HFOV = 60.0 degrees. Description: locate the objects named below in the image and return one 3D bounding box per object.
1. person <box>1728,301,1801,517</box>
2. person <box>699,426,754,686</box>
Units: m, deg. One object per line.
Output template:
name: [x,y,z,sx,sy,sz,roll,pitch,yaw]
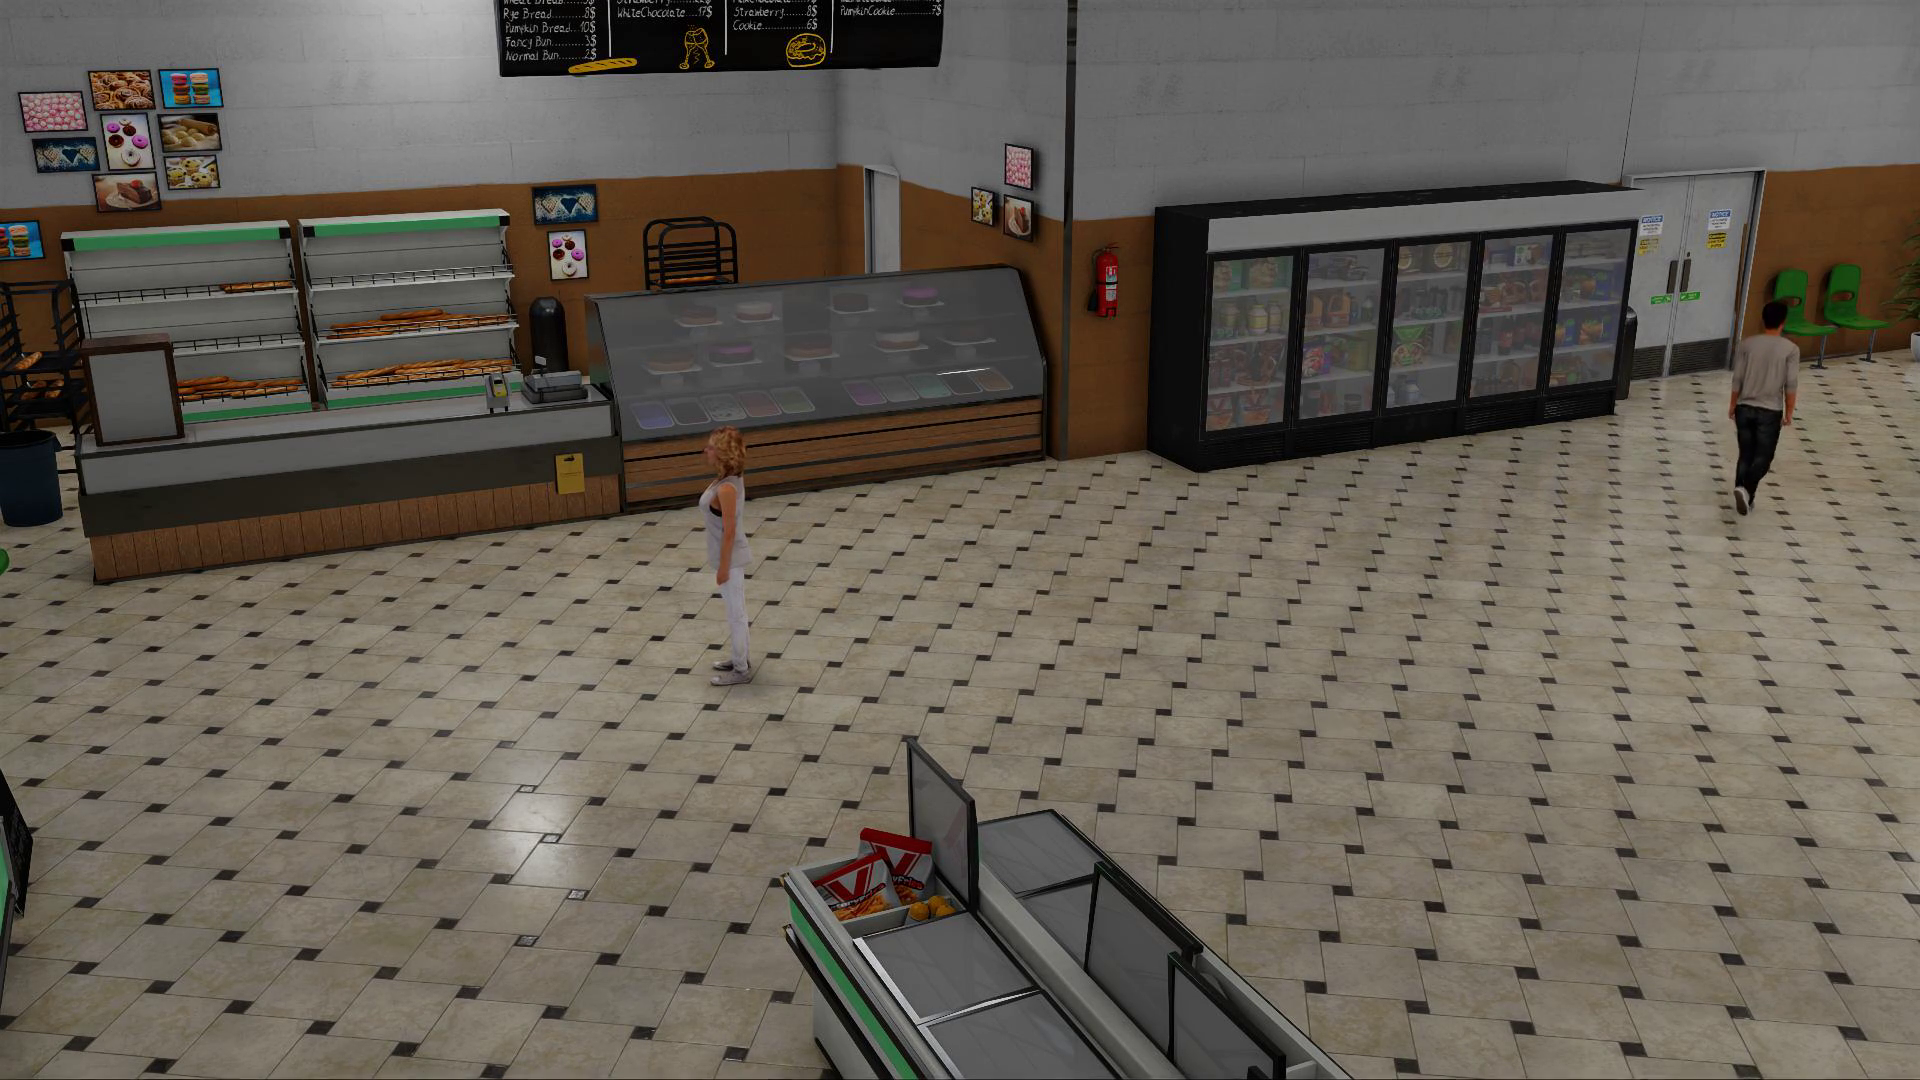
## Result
person: [6.547,-1.048,13.674,0.980,1.795,0.951,14,23,36]
person: [-1.449,0.090,10.493,0.716,1.670,0.584,-2,19,-5]
